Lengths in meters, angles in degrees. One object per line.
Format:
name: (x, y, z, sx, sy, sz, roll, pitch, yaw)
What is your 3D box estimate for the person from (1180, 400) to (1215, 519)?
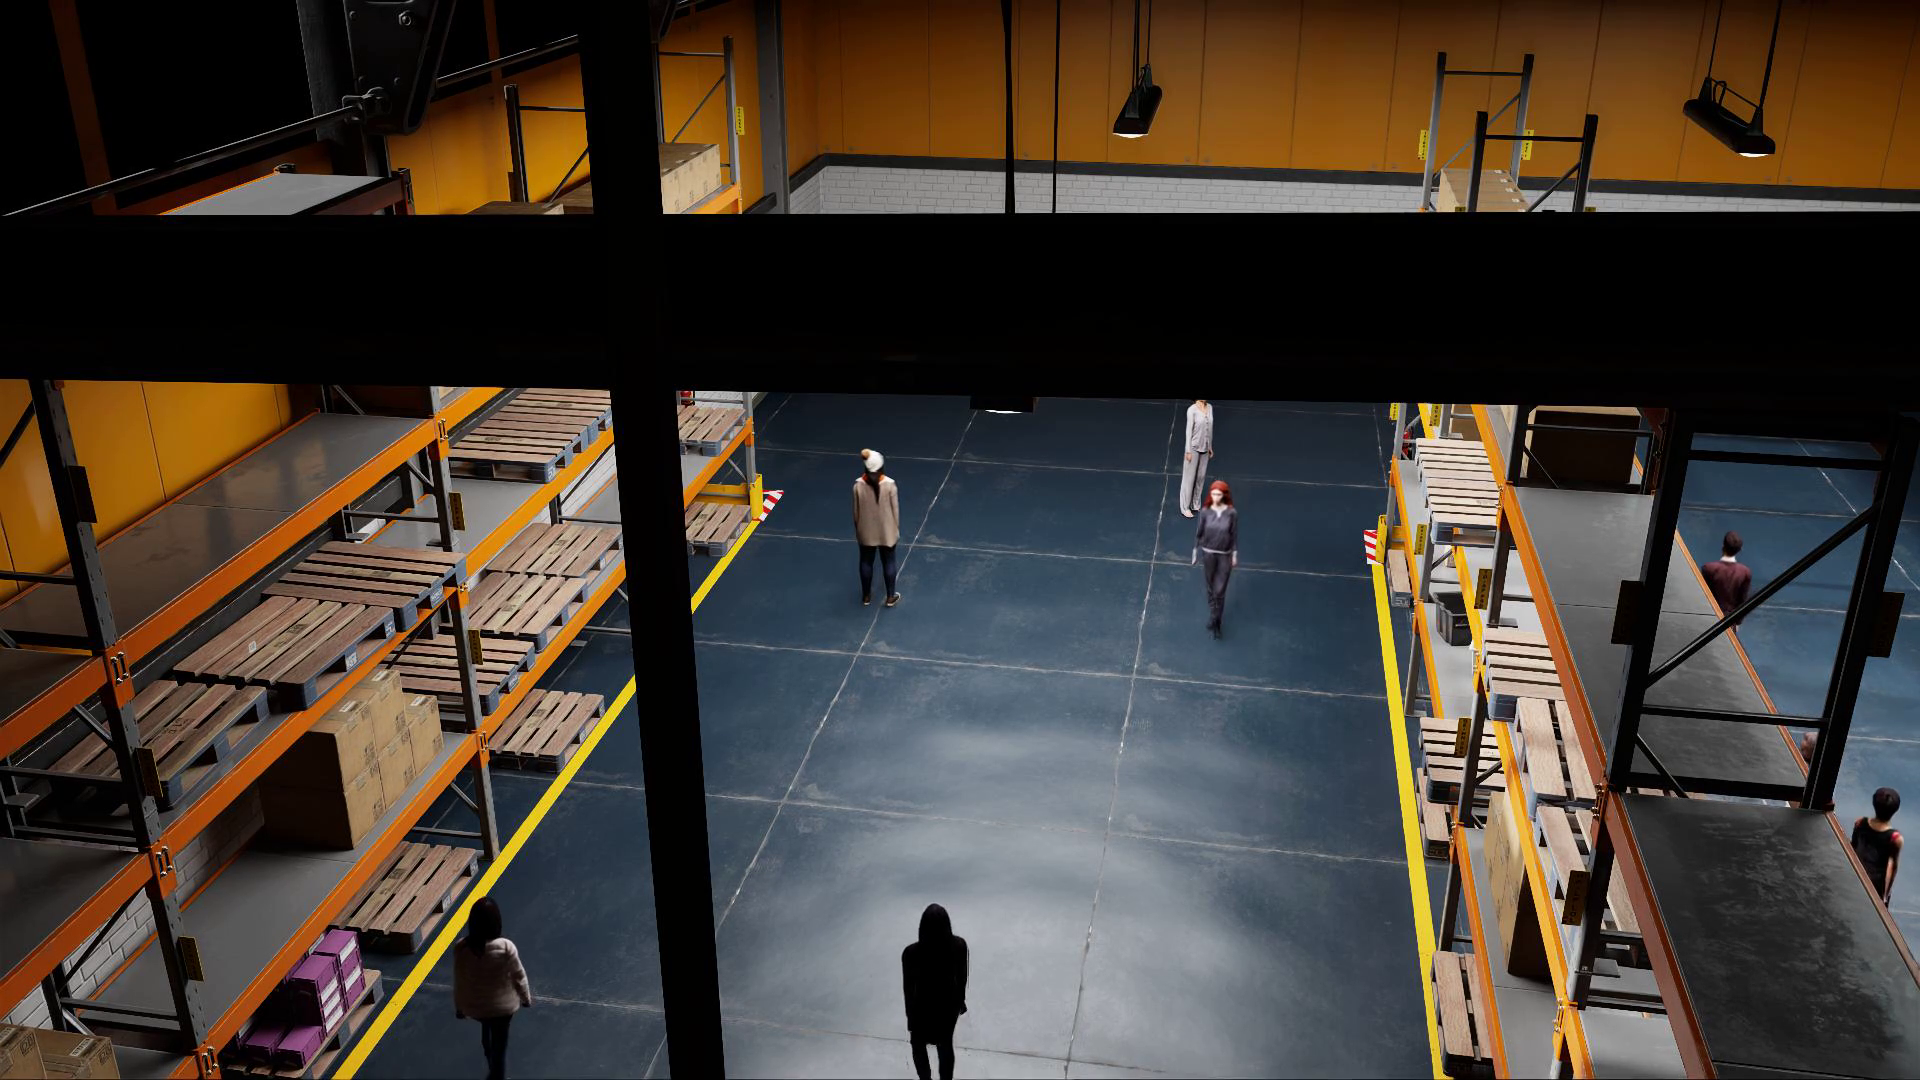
person: (3.050, -1.179, 21.420, 0.661, 1.773, 0.720, -15, 28, -31)

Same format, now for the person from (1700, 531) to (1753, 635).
person: (7.600, 0.826, 16.743, 0.745, 1.845, 1.025, 2, 24, 5)

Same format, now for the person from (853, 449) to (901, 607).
person: (-0.958, -0.151, 18.918, 0.670, 1.893, 0.645, 3, 24, 8)

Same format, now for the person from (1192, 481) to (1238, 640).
person: (2.850, 0.152, 18.392, 0.696, 1.758, 0.832, 8, 25, 17)

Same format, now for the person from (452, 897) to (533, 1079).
person: (-3.272, 3.240, 11.496, 0.684, 1.624, 0.672, 1, 24, 3)

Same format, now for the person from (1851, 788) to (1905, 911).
person: (7.019, 2.658, 12.941, 0.719, 1.533, 0.667, -19, 30, -36)

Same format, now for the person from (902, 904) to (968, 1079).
person: (-0.142, 3.259, 11.344, 0.748, 1.711, 0.806, -5, 24, -12)

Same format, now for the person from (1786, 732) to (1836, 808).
person: (6.743, 2.350, 13.286, 0.791, 1.822, 0.591, 10, 25, 21)
